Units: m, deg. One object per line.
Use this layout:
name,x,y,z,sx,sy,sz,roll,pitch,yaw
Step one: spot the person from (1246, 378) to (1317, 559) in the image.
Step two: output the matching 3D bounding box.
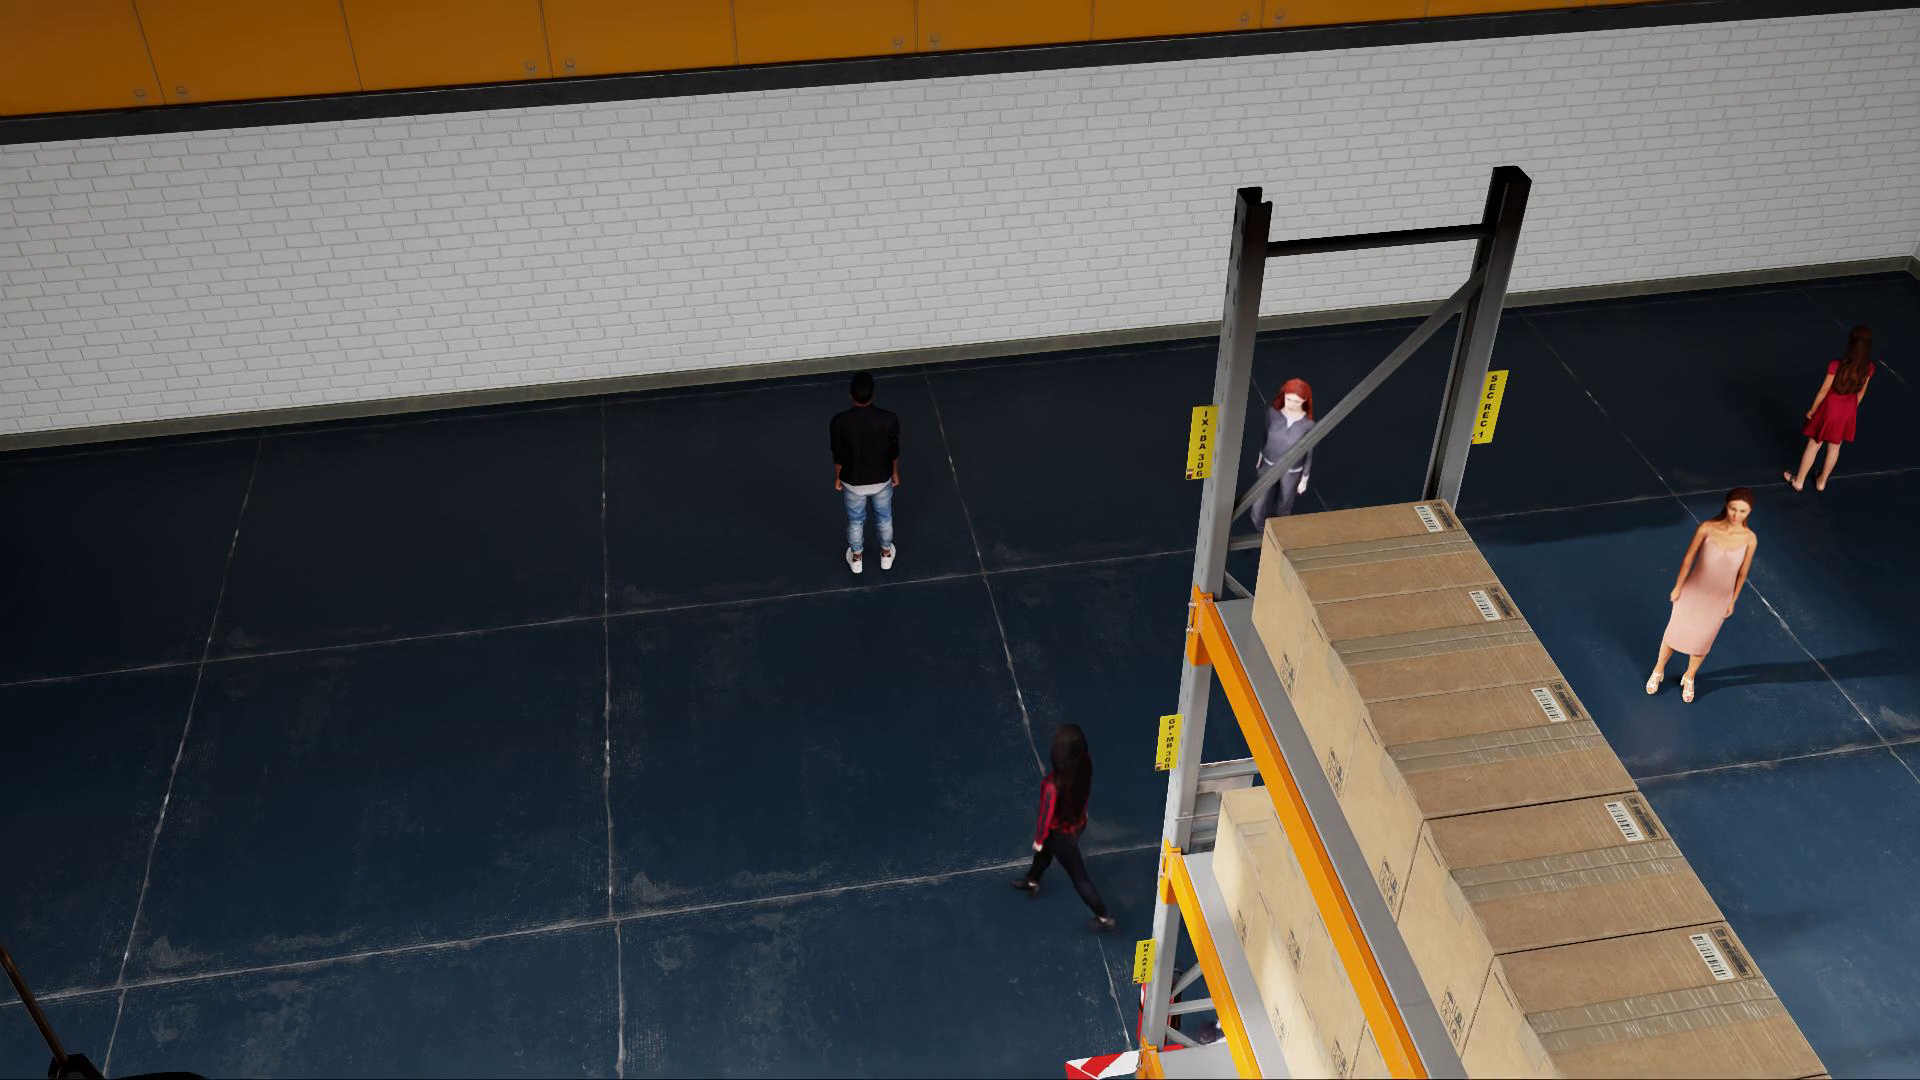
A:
person,2.545,-0.581,13.022,0.739,1.754,0.791,20,43,23

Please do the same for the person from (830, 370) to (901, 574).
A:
person,-0.725,-0.521,12.896,0.695,1.818,0.595,-4,39,-5

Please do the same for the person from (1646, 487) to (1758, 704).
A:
person,5.270,0.381,11.755,0.655,1.832,0.664,13,40,16

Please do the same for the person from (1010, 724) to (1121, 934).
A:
person,0.714,1.801,10.149,1.067,1.618,1.036,22,43,25

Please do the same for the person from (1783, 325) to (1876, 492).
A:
person,7.272,-1.086,13.814,0.609,1.556,0.666,3,39,3
